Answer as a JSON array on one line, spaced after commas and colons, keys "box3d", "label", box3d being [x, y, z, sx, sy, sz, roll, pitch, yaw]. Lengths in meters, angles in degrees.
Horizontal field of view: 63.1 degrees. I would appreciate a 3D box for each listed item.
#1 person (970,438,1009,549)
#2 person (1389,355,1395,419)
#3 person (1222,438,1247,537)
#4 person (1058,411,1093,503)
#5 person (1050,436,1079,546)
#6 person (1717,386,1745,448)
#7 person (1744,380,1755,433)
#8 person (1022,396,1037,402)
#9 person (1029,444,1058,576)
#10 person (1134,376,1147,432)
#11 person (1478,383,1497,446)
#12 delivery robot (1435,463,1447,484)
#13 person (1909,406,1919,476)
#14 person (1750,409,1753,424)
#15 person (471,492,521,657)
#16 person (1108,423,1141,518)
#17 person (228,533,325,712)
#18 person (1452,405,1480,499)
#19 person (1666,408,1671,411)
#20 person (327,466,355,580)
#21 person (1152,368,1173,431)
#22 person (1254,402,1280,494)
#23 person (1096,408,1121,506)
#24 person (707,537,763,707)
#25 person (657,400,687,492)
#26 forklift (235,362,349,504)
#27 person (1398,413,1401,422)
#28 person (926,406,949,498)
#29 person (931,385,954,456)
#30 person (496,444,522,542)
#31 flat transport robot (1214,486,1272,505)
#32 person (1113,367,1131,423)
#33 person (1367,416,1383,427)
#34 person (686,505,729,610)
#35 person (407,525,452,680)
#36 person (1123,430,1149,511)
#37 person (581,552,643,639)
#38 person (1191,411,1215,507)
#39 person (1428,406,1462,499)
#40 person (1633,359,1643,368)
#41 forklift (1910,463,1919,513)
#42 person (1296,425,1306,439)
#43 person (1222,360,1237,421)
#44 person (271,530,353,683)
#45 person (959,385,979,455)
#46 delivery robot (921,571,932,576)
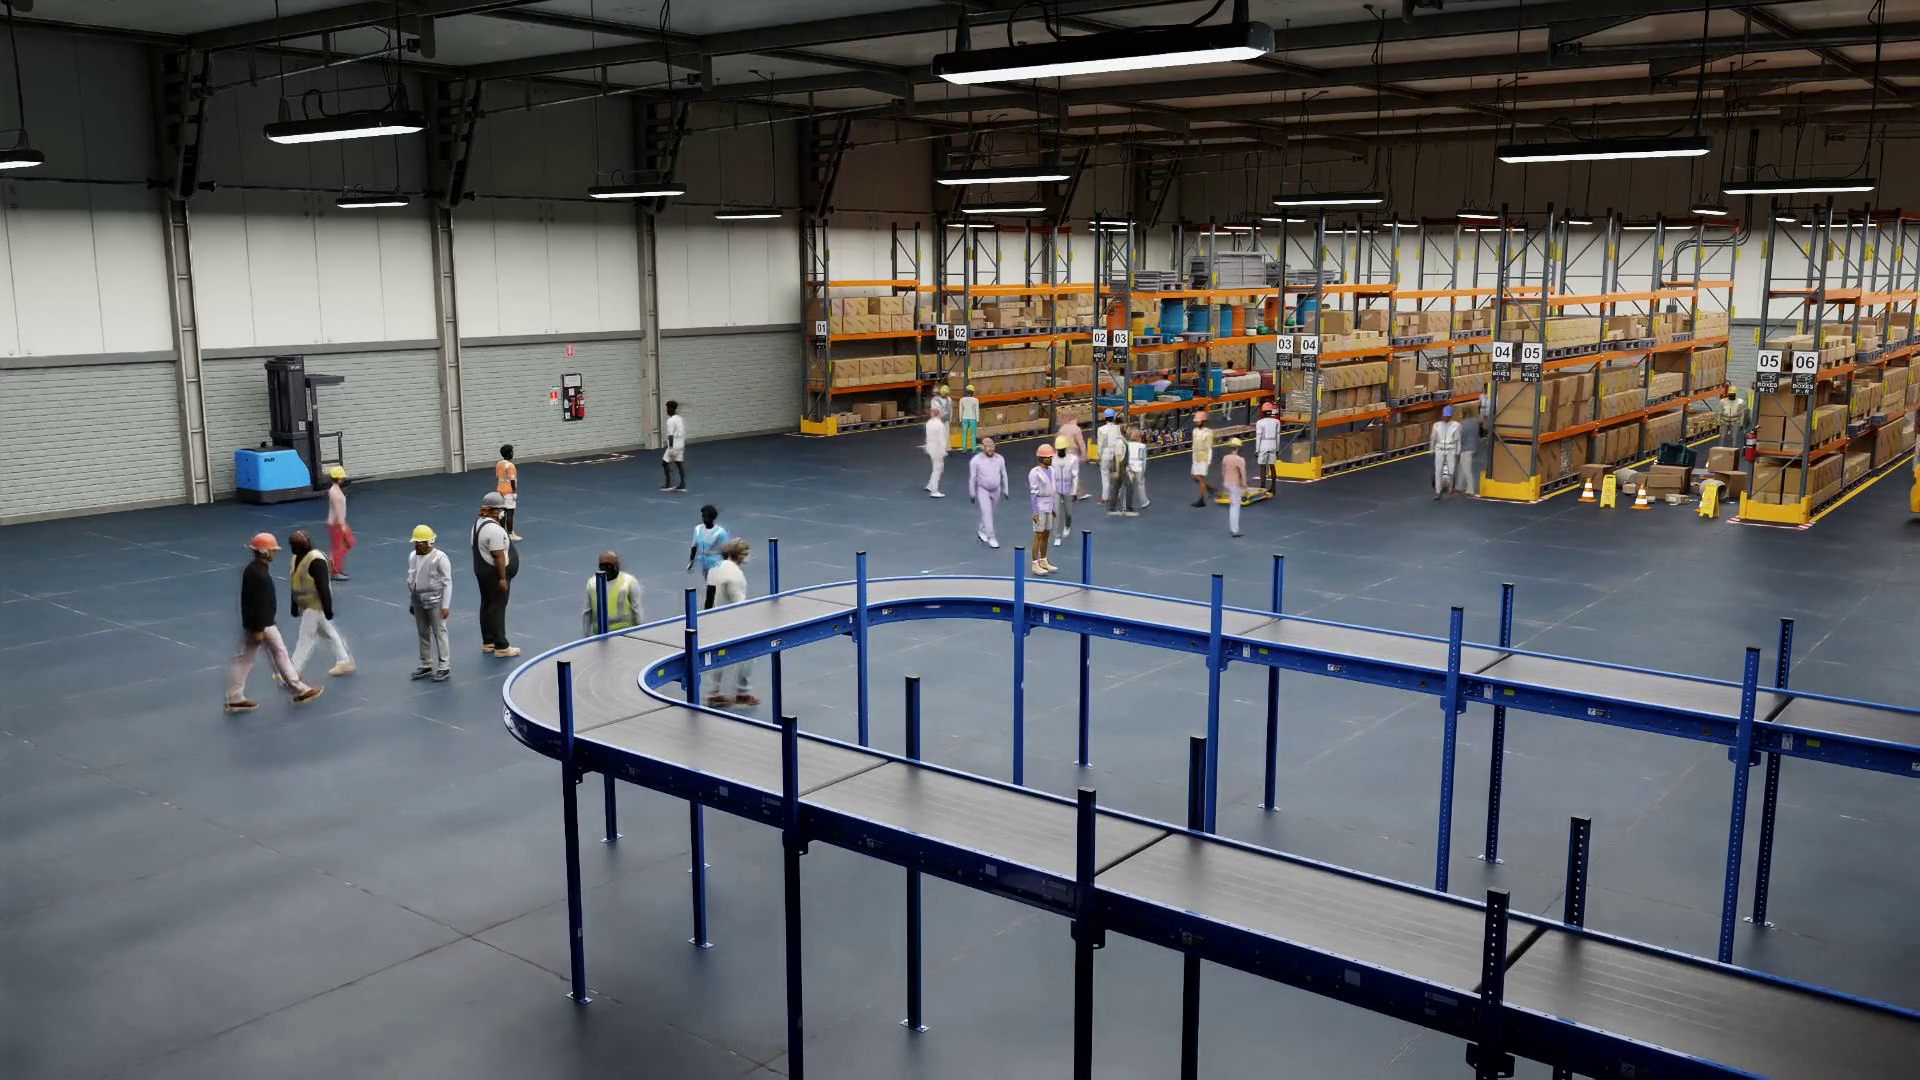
[{"box3d": [0.487, -0.842, 27.008, 0.651, 1.862, 1.022, -5, 11, -25], "label": "person"}, {"box3d": [13.527, -4.794, 48.929, 0.657, 1.951, 0.944, 7, 12, 34], "label": "person"}, {"box3d": [4.891, -0.949, 27.924, 0.410, 1.728, 0.573, -7, 12, -33], "label": "person"}, {"box3d": [2.276, -1.692, 31.806, 1.018, 1.852, 0.649, -5, 11, -24], "label": "person"}, {"box3d": [1.775, -0.887, 27.115, 0.583, 1.899, 0.725, 1, 10, 5], "label": "person"}, {"box3d": [19.021, -2.898, 38.634, 0.598, 1.830, 0.404, 6, 12, 29], "label": "person"}, {"box3d": [22.165, -3.693, 43.698, 0.501, 1.611, 0.680, 4, 11, 22], "label": "person"}, {"box3d": [2.062, -4.378, 46.688, 0.594, 1.922, 0.375, 8, 13, 40], "label": "person"}, {"box3d": [1.327, -0.485, 24.445, 0.377, 2.044, 0.608, 7, 12, 34], "label": "person"}, {"box3d": [5.211, -3.871, 44.686, 0.537, 1.612, 0.404, 8, 13, 38], "label": "person"}, {"box3d": [13.970, -3.331, 41.489, 0.548, 1.677, 0.552, 8, 13, 39], "label": "person"}, {"box3d": [10.476, -1.439, 33.858, 0.477, 0.478, 0.707, 3, 10, 16], "label": "delivery robot"}, {"box3d": [22.179, -2.456, 35.810, 0.974, 1.961, 0.617, -9, 13, -41], "label": "person"}, {"box3d": [20.231, -3.040, 39.454, 0.591, 1.837, 1.010, 6, 12, 29], "label": "person"}, {"box3d": [-5.752, 0.426, 19.445, 0.536, 2.000, 0.680, -8, 13, -37], "label": "person"}, {"box3d": [3.190, -1.333, 29.871, 0.790, 1.815, 0.519, 1, 10, 7], "label": "person"}, {"box3d": [-7.556, 0.884, 17.056, 1.009, 1.936, 0.617, -9, 13, -40], "label": "person"}, {"box3d": [10.387, -1.837, 32.423, 0.644, 1.910, 0.826, -9, 14, -42], "label": "person"}, {"box3d": [20.541, -4.155, 45.736, 0.511, 1.837, 0.893, -2, 10, -13], "label": "person"}, {"box3d": [-9.502, -0.252, 23.951, 0.400, 1.755, 0.524, -3, 10, -14], "label": "person"}, {"box3d": [5.668, -3.858, 43.792, 0.550, 1.916, 0.670, 6, 12, 32], "label": "person"}, {"box3d": [6.438, -1.925, 32.853, 0.552, 1.932, 0.377, -3, 10, -16], "label": "person"}, {"box3d": [2.998, -1.664, 31.356, 0.615, 1.942, 0.398, -5, 11, -25], "label": "person"}, {"box3d": [-2.449, 0.906, 17.021, 0.687, 1.898, 0.654, -3, 10, -16], "label": "person"}, {"box3d": [-6.164, -1.999, 33.245, 0.735, 1.937, 0.624, 3, 11, 17], "label": "person"}, {"box3d": [-13.803, -2.244, 32.110, 1.129, 2.768, 1.873, 8, 13, 37], "label": "forklift"}, {"box3d": [12.993, -4.195, 45.746, 0.642, 1.883, 0.992, 2, 10, 11], "label": "person"}, {"box3d": [-0.456, -1.827, 32.403, 0.444, 1.896, 0.639, -4, 11, -24], "label": "person"}, {"box3d": [-0.434, -2.985, 39.278, 0.620, 1.760, 0.937, -4, 11, -21], "label": "person"}, {"box3d": [-7.904, -0.828, 27.349, 0.319, 1.695, 0.538, -9, 14, -42], "label": "person"}, {"box3d": [5.793, -0.916, 31.976, 0.652, 0.197, 1.431, 7, 12, 34], "label": "flat transport robot"}, {"box3d": [4.701, -4.123, 45.506, 0.593, 1.842, 0.451, 2, 10, 9], "label": "person"}, {"box3d": [12.300, -4.257, 46.044, 0.409, 1.911, 0.651, -8, 13, -40], "label": "person"}, {"box3d": [-3.345, 0.342, 20.899, 0.544, 1.647, 0.880, 7, 12, 34], "label": "person"}, {"box3d": [-6.206, 0.723, 18.243, 0.600, 1.827, 0.404, 4, 11, 24], "label": "person"}, {"box3d": [3.438, -1.371, 30.713, 0.527, 1.582, 0.879, 5, 11, 28], "label": "person"}, {"box3d": [-3.746, 1.029, 16.593, 0.652, 1.801, 0.896, 3, 11, 19], "label": "person"}, {"box3d": [4.869, -1.629, 31.236, 0.599, 1.917, 0.546, -6, 12, -32], "label": "person"}, {"box3d": [9.966, -1.802, 32.171, 0.656, 1.932, 0.424, 5, 11, 25], "label": "person"}, {"box3d": [20.504, -4.554, 47.706, 0.568, 1.917, 0.586, -6, 12, -31], "label": "person"}, {"box3d": [19.034, -1.348, 28.998, 2.313, 2.155, 1.214, 8, 13, 37], "label": "forklift"}, {"box3d": [9.467, -3.757, 43.323, 0.552, 1.885, 1.008, 7, 12, 33], "label": "person"}, {"box3d": [8.330, -4.632, 48.322, 0.494, 1.849, 0.695, 4, 11, 22], "label": "person"}, {"box3d": [-7.558, 0.758, 18.196, 0.963, 1.778, 0.638, -8, 13, -39], "label": "person"}, {"box3d": [0.241, -3.050, 39.691, 0.527, 1.757, 0.340, 3, 11, 18], "label": "person"}, {"box3d": [-0.494, 0.552, 21.918, 0.698, 0.223, 0.335, -9, 14, -43], "label": "delivery robot"}]
